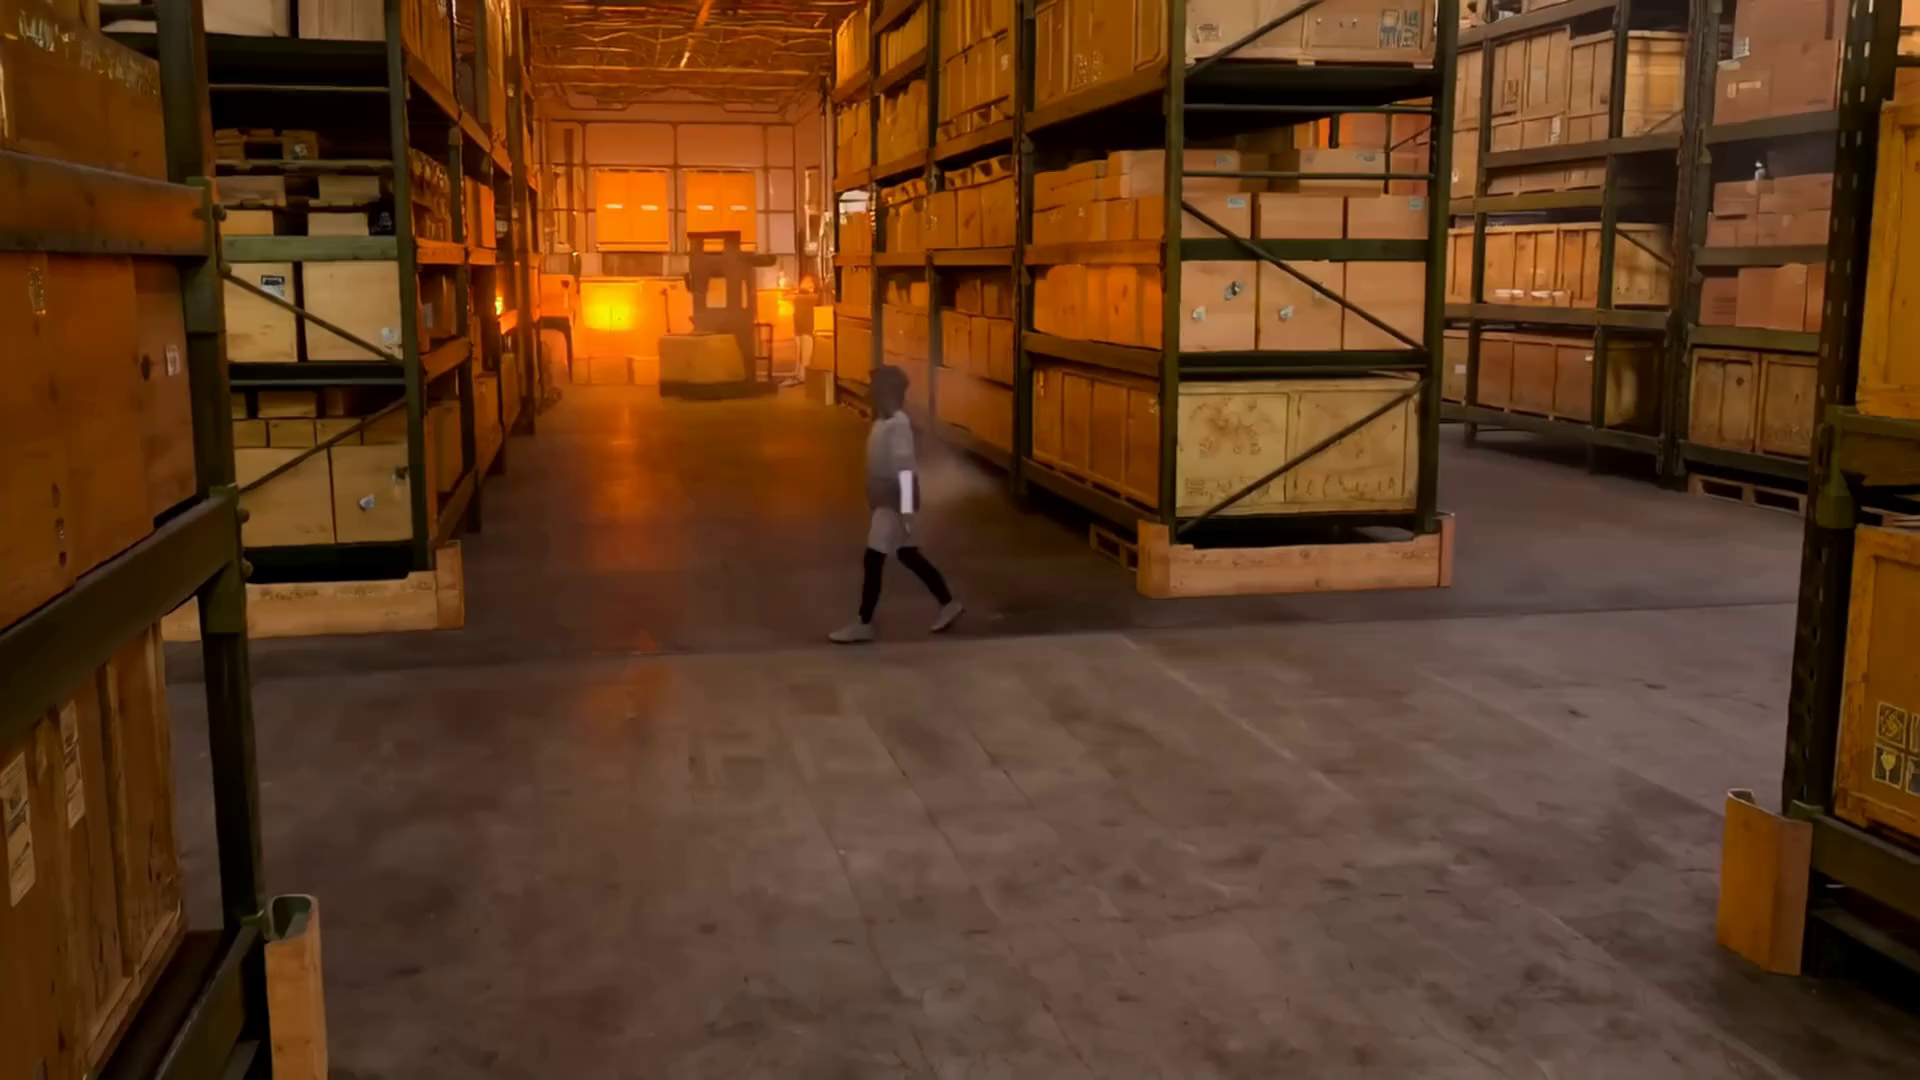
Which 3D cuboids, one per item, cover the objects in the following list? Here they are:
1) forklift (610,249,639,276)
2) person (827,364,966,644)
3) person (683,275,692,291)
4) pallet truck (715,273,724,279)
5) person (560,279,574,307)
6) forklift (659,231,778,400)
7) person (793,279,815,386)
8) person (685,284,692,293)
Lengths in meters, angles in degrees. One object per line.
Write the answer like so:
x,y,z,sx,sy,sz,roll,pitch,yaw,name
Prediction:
-11.590,-8.676,57.704,1.129,2.768,1.873,-7,12,-38,forklift
-0.350,-0.220,9.881,0.853,1.663,0.539,-2,10,-13,person
-10.039,-8.806,61.396,0.595,1.925,0.371,5,10,27,person
-8.580,-8.986,62.280,1.885,1.965,0.823,1,9,5,pallet truck
-9.871,-5.646,42.178,0.644,1.915,0.636,-2,10,-15,person
-4.143,-3.839,28.223,1.129,2.768,1.873,6,11,32,forklift
-2.898,-3.881,31.169,0.383,1.993,0.622,-6,11,-34,person
-6.108,-4.812,37.314,0.429,1.844,0.625,-6,11,-34,person
